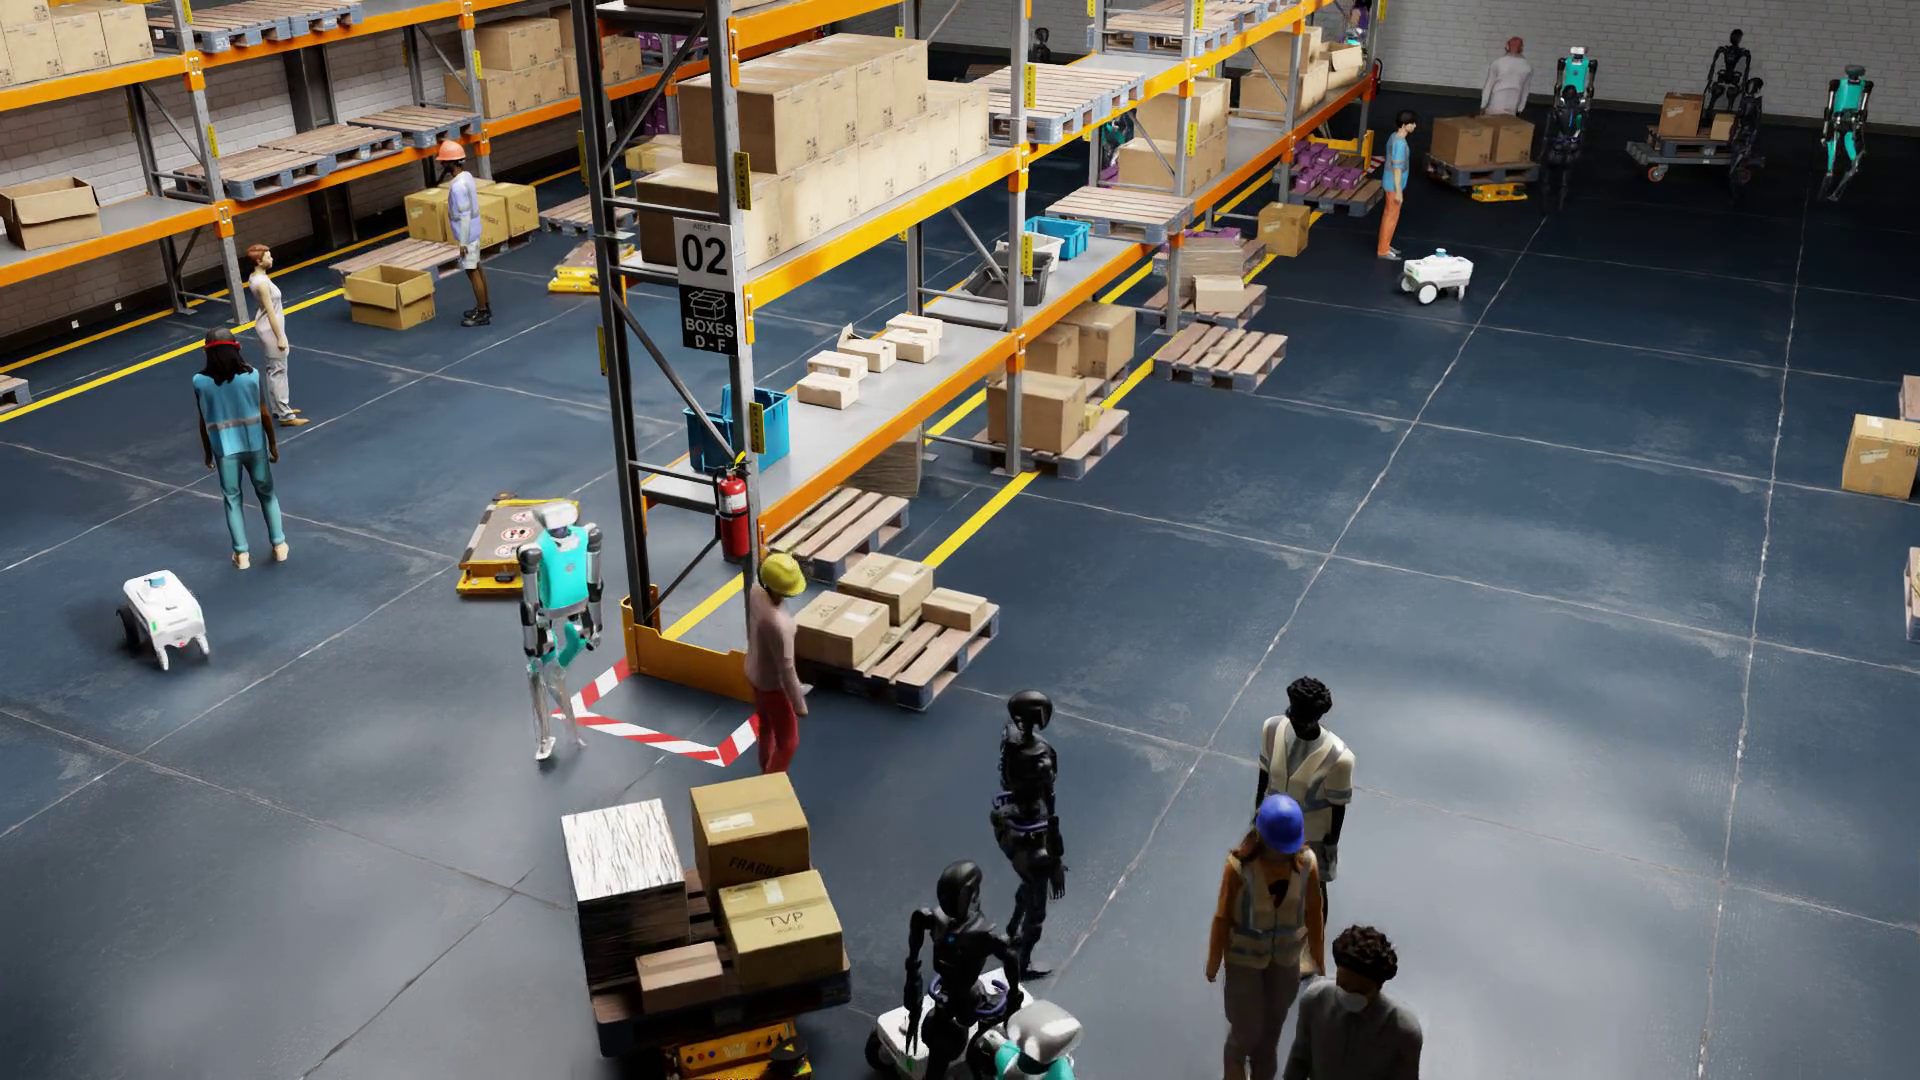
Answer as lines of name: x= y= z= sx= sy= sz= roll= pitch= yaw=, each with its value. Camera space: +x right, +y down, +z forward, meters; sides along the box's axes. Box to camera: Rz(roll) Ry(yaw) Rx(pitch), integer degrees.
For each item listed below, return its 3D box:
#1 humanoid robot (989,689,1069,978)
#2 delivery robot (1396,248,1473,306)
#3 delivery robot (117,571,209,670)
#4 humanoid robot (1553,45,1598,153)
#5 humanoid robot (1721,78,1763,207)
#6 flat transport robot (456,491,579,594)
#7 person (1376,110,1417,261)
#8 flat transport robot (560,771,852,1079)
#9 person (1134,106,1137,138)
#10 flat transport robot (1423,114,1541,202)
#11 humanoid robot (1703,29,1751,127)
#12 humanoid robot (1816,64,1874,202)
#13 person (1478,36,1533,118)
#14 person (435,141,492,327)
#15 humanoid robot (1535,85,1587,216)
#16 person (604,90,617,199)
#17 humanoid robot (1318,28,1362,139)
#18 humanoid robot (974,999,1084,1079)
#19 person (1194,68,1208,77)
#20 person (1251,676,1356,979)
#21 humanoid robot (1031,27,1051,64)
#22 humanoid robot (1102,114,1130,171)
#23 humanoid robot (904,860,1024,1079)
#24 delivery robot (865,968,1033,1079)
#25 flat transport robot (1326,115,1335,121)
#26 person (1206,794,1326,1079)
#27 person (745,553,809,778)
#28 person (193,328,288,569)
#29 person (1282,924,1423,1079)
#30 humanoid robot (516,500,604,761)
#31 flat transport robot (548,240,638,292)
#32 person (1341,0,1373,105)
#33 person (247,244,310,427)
humanoid robot: x=0.339 y=1.462 z=8.230 sx=0.311 sy=1.651 sz=0.610 roll=-11 pitch=29 yaw=-22
delivery robot: x=5.245 y=-2.916 z=18.329 sx=0.752 sy=0.580 sz=0.506 roll=-6 pitch=27 yaw=-13
delivery robot: x=-5.463 y=0.500 z=11.428 sx=0.499 sy=0.580 sz=0.756 roll=-20 pitch=32 yaw=-34
humanoid robot: x=8.661 y=-6.116 z=23.485 sx=0.533 sy=1.772 sz=0.756 roll=13 pitch=29 yaw=24
humanoid robot: x=10.176 y=-5.179 z=21.645 sx=0.358 sy=1.647 sz=0.612 roll=-2 pitch=26 yaw=-5
flat transport robot: x=-3.374 y=0.013 z=12.752 sx=0.659 sy=0.231 sz=1.431 roll=-1 pitch=26 yaw=-2
person: x=5.110 y=-4.160 z=19.505 sx=0.322 sy=1.755 sz=0.509 roll=4 pitch=27 yaw=9
flat transport robot: x=-1.229 y=2.226 z=8.281 sx=0.659 sy=0.231 sz=1.431 roll=-8 pitch=28 yaw=-17
person: x=2.708 y=-6.556 z=24.262 sx=0.367 sy=1.832 sz=0.503 roll=0 pitch=26 yaw=1
flat transport robot: x=7.044 y=-4.858 z=22.590 sx=0.659 sy=0.231 sz=1.431 roll=-6 pitch=27 yaw=-12
humanoid robot: x=11.571 y=-6.875 z=25.089 sx=0.612 sy=1.645 sz=0.420 roll=19 pitch=32 yaw=33
humanoid robot: x=11.582 y=-5.236 z=21.728 sx=0.543 sy=1.790 sz=0.832 roll=4 pitch=27 yaw=7
person: x=7.572 y=-6.036 z=23.164 sx=0.679 sy=1.874 sz=0.463 roll=-1 pitch=26 yaw=-2
person: x=-5.176 y=-3.189 z=17.342 sx=0.371 sy=1.934 sz=0.550 roll=-3 pitch=27 yaw=-6
humanoid robot: x=7.679 y=-4.992 z=21.272 sx=0.601 sy=1.653 sz=0.380 roll=-2 pitch=26 yaw=-4
person: x=-4.591 y=-5.108 z=21.315 sx=0.390 sy=1.849 sz=0.565 roll=-5 pitch=27 yaw=-9
humanoid robot: x=5.519 y=-6.694 z=24.619 sx=0.702 sy=1.750 sz=0.532 roll=13 pitch=29 yaw=24
humanoid robot: x=0.432 y=2.410 z=6.311 sx=0.530 sy=1.841 sz=0.693 roll=22 pitch=34 yaw=37
person: x=3.394 y=-5.922 z=23.078 sx=0.579 sy=1.738 sz=0.429 roll=14 pitch=30 yaw=26
person: x=1.692 y=1.413 z=8.324 sx=0.534 sy=1.692 sz=0.320 roll=23 pitch=34 yaw=38
humanoid robot: x=1.208 y=-6.967 z=25.321 sx=0.768 sy=1.632 sz=0.609 roll=5 pitch=27 yaw=9
humanoid robot: x=2.081 y=-5.753 z=22.868 sx=0.541 sy=1.906 sz=0.712 roll=20 pitch=33 yaw=35
humanoid robot: x=0.047 y=2.053 z=7.051 sx=0.589 sy=1.651 sz=0.396 roll=14 pitch=29 yaw=26
delivery robot: x=-0.036 y=2.328 z=7.775 sx=0.814 sy=0.613 sz=0.499 roll=-14 pitch=30 yaw=-27
flat transport robot: x=5.211 y=-6.863 z=26.640 sx=1.431 sy=0.231 sz=0.659 roll=21 pitch=33 yaw=36
person: x=1.362 y=1.854 z=7.348 sx=0.551 sy=1.754 sz=0.387 roll=-6 pitch=27 yaw=-11
person: x=-1.064 y=0.819 z=9.494 sx=0.340 sy=1.720 sz=0.632 roll=-12 pitch=29 yaw=-22
person: x=-5.345 y=-0.672 z=12.349 sx=0.510 sy=1.862 sz=0.394 roll=-12 pitch=29 yaw=-24
person: x=1.464 y=2.272 z=6.376 sx=0.524 sy=1.877 sz=0.603 roll=11 pitch=28 yaw=21
humanoid robot: x=-2.482 y=0.537 z=10.065 sx=0.534 sy=1.815 sz=0.744 roll=-22 pitch=34 yaw=-37
flat transport robot: x=-4.210 y=-3.155 z=19.151 sx=0.659 sy=0.231 sz=1.431 roll=2 pitch=26 yaw=5
person: x=6.580 y=-8.128 z=27.376 sx=0.681 sy=1.887 sz=0.584 roll=11 pitch=28 yaw=21
person: x=-6.156 y=-1.841 z=14.925 sx=0.274 sy=1.660 sz=0.459 roll=-16 pitch=30 yaw=-29
